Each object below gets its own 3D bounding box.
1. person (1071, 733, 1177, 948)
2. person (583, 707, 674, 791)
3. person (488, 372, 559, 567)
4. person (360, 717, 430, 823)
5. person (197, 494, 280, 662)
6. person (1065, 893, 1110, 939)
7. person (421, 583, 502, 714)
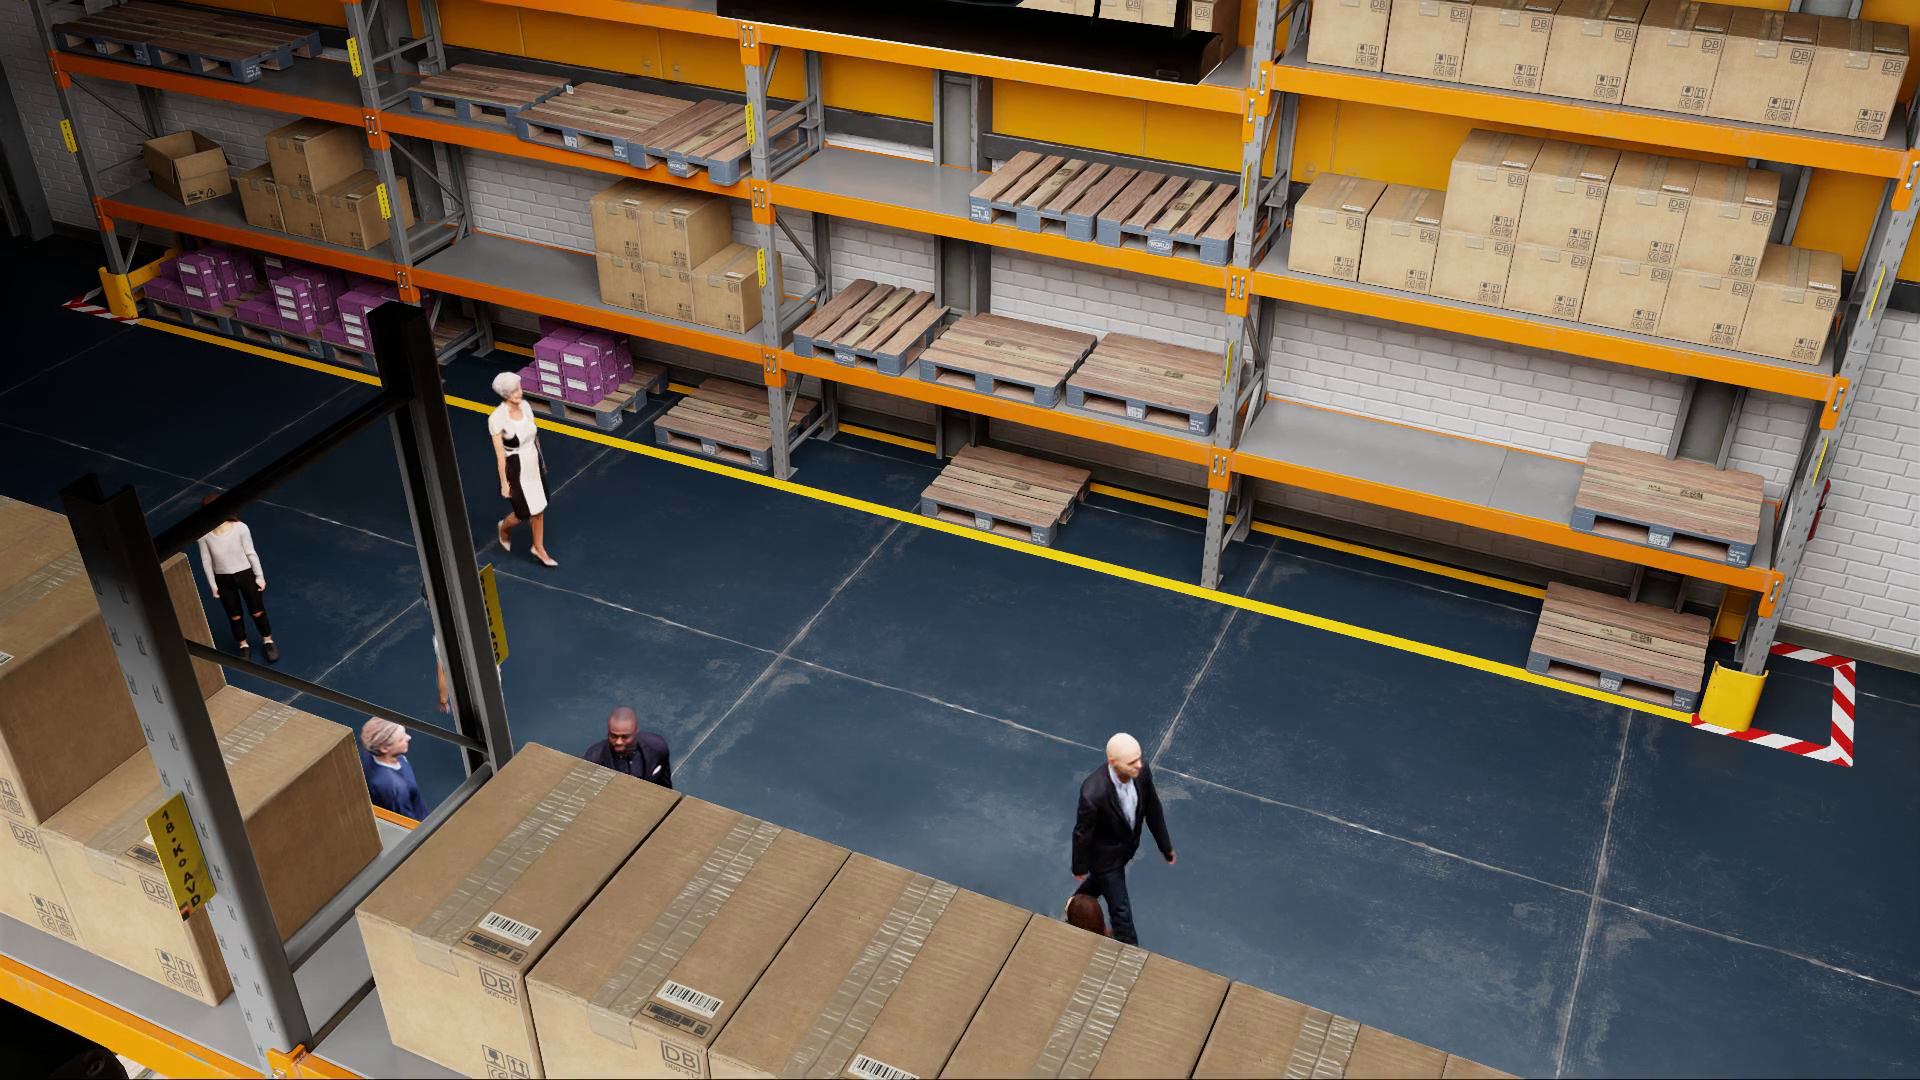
[{"bbox_3d":[0.843,1.788,9.807,0.984,1.756,1.260,-28,43,-35],"label":"person"},{"bbox_3d":[-1.926,1.703,9.879,0.785,1.817,0.819,-15,36,-21],"label":"person"},{"bbox_3d":[-3.583,-0.556,13.346,0.802,1.742,0.652,16,37,23],"label":"person"},{"bbox_3d":[-3.253,1.763,9.748,0.793,1.863,0.694,-16,37,-23],"label":"person"},{"bbox_3d":[-5.372,0.275,12.332,0.594,1.482,0.656,-11,35,-16],"label":"person"},{"bbox_3d":[0.682,2.504,8.991,0.652,1.468,0.626,18,38,25],"label":"person"},{"bbox_3d":[-3.185,0.953,11.117,0.789,1.696,0.735,9,35,13],"label":"person"}]
